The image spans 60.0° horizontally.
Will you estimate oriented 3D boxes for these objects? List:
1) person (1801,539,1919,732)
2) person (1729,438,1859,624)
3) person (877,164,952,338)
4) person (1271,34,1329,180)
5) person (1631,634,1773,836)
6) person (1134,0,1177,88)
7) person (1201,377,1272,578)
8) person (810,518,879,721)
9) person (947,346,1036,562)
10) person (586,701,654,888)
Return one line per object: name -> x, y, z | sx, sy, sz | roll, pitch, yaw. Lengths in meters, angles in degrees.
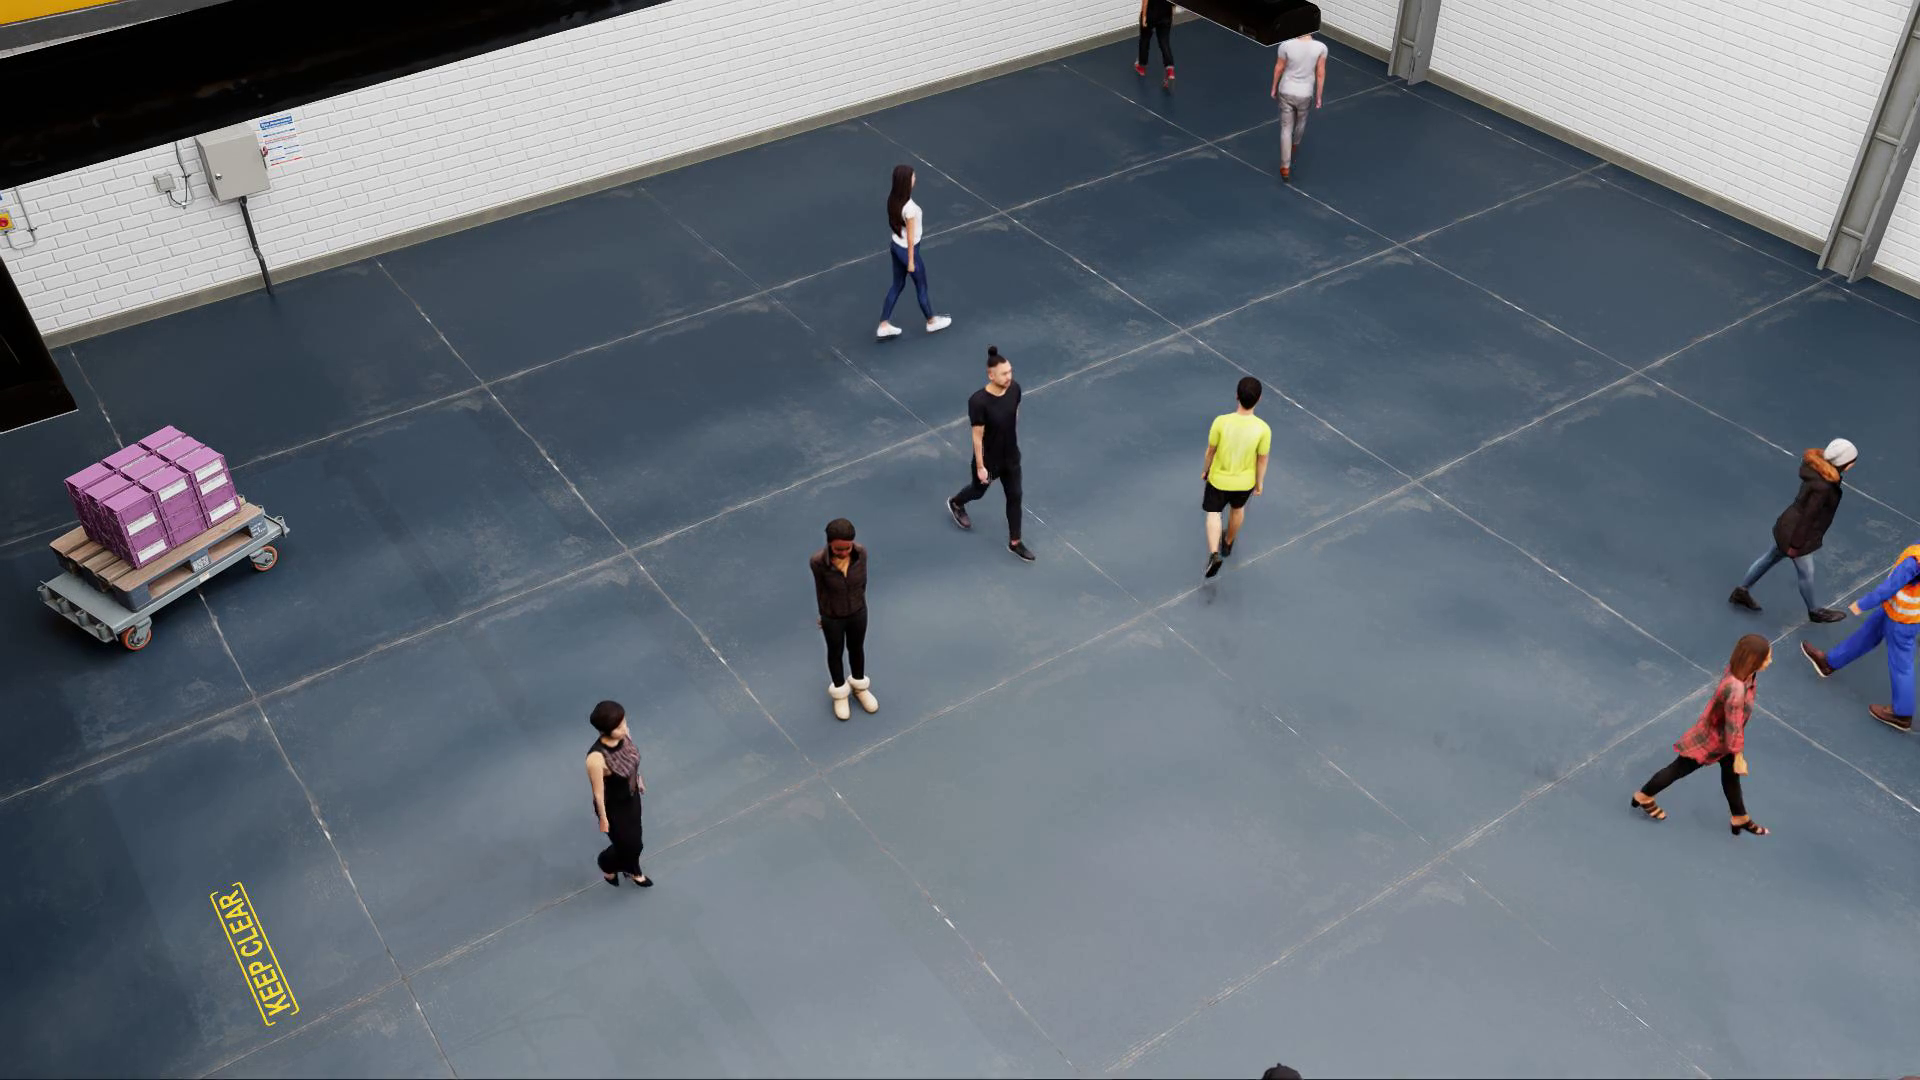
person -> 6.600, 0.562, 11.472 | 0.761, 1.814, 1.167 | -29, 47, -31
person -> 6.202, -0.086, 12.458 | 1.137, 1.597, 0.992 | 15, 41, 18
person -> -0.580, -2.660, 15.560 | 0.764, 1.749, 0.957 | -17, 42, -20
person -> 3.689, -4.848, 18.275 | 1.171, 1.778, 1.236 | 5, 39, 7
person -> 4.771, 1.259, 10.730 | 1.166, 1.652, 0.902 | 22, 43, 25
person -> 2.437, -6.385, 20.235 | 0.860, 1.735, 1.202 | -11, 40, -14
person -> 2.105, -0.459, 12.850 | 0.971, 1.691, 1.048 | 5, 39, 6
person -> -0.825, 0.494, 11.680 | 0.655, 1.661, 0.603 | -23, 44, -26
person -> 0.205, -0.716, 13.063 | 0.709, 1.826, 1.163 | -26, 45, -28
person -> -2.192, 1.602, 10.349 | 0.767, 1.590, 0.722 | 13, 40, 15
